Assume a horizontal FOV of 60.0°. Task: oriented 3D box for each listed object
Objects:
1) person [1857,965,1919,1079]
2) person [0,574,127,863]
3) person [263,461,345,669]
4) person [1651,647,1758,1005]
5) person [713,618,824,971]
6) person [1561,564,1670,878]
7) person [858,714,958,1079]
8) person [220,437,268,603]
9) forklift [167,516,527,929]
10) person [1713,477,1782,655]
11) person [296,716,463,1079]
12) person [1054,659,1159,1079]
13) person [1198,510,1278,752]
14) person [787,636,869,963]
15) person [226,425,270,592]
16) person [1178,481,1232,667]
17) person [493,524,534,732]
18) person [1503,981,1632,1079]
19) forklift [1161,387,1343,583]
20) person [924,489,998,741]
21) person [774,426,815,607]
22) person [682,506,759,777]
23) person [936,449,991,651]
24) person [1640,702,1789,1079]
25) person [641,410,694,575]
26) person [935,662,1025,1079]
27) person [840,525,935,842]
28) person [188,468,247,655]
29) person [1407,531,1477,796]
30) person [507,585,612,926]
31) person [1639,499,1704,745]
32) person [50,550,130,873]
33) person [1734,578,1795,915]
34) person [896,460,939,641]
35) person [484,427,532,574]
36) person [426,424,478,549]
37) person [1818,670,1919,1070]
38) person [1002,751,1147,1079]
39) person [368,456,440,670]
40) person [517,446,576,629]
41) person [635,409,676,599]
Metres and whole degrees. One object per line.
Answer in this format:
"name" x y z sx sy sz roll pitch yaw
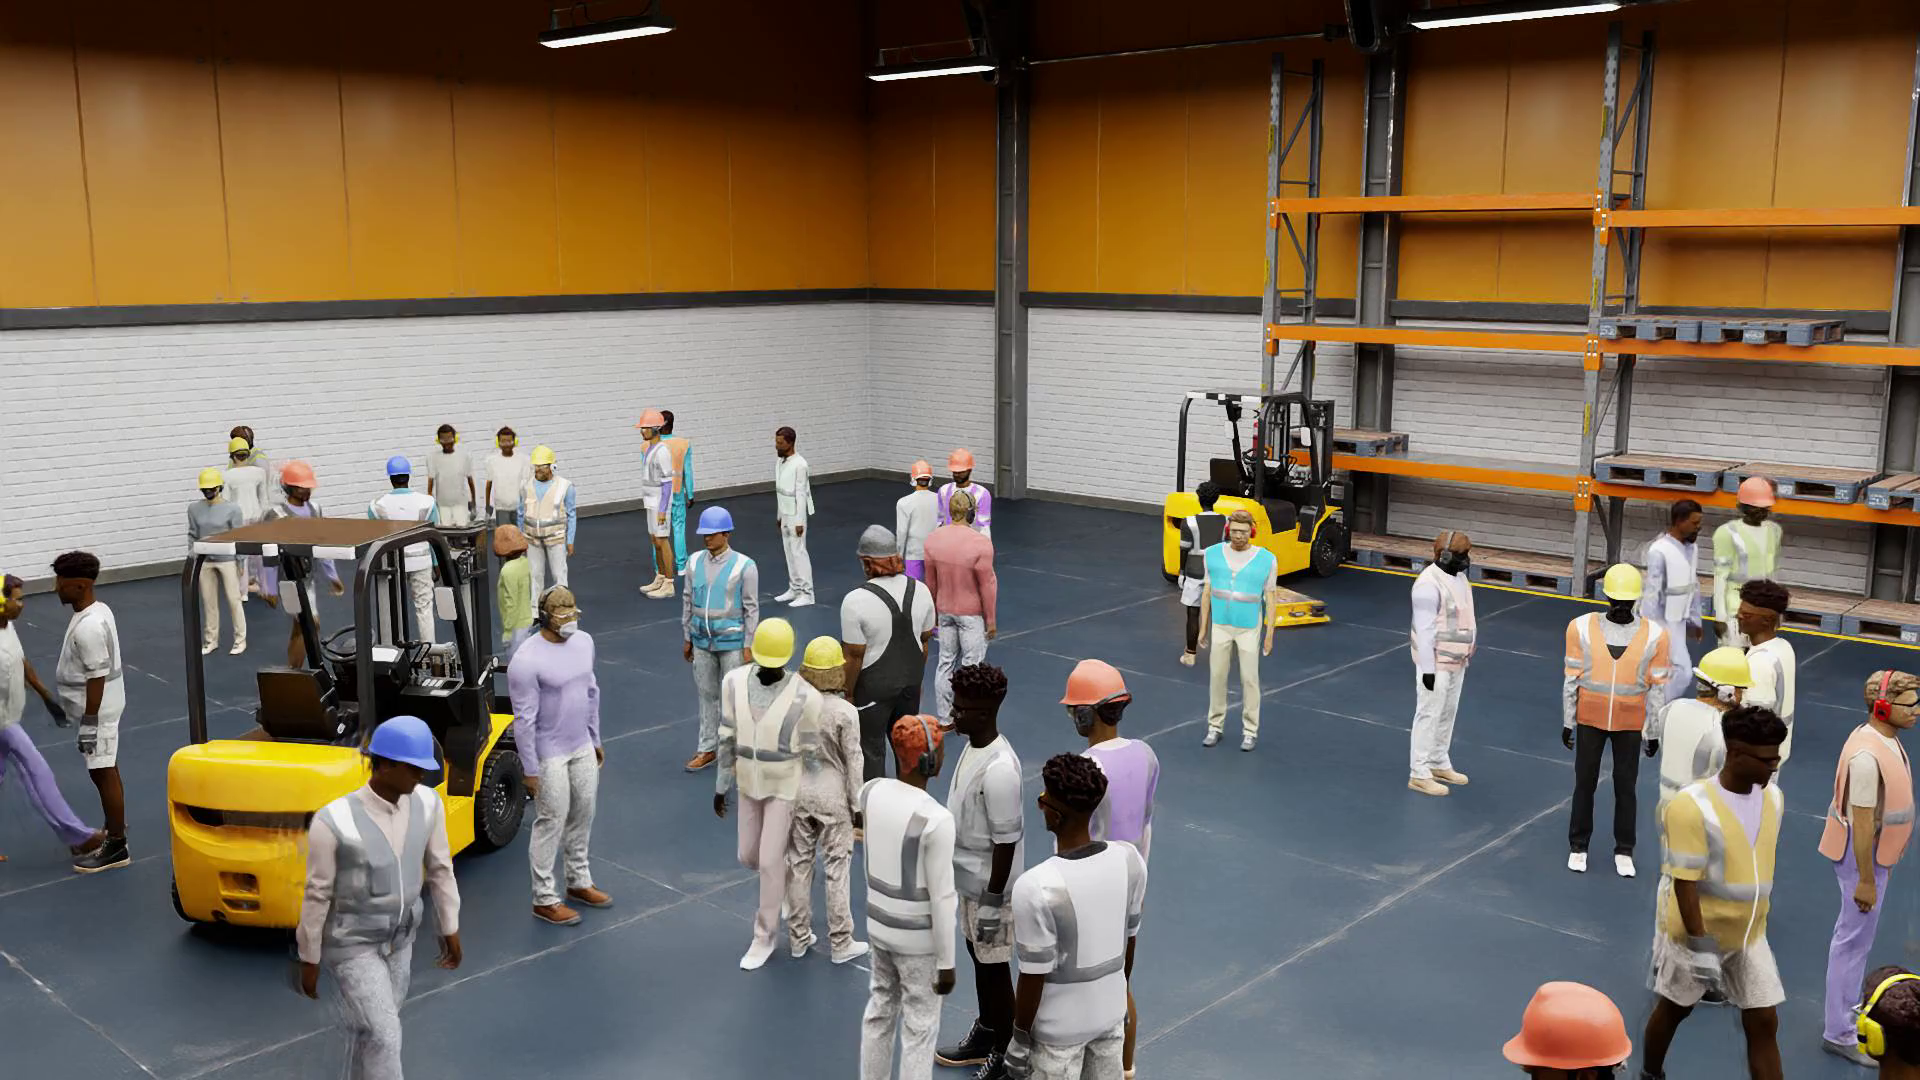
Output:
"person" 2.486 2.067 4.514 0.512 1.857 0.325 -2 10 -10
"person" -5.716 1.100 10.157 1.022 1.804 0.491 -4 11 -22
"person" -5.497 0.335 13.918 0.549 2.014 0.598 2 10 11
"person" 3.715 1.421 8.303 0.403 1.817 0.601 -2 10 -11
"person" -0.969 1.289 8.863 0.634 1.880 0.705 5 11 26
"person" 3.913 1.077 9.978 0.582 1.919 0.397 4 11 22
"person" -0.209 1.639 6.890 0.346 1.879 0.579 -8 13 -39
"person" -7.644 -0.216 17.756 0.312 1.768 0.530 8 13 38
"forklift" -3.583 0.976 9.748 1.214 2.155 2.313 2 10 11
"person" 6.113 0.521 12.871 0.674 2.028 0.402 -4 11 -20
"person" -2.319 1.647 6.788 0.814 1.891 0.639 6 12 30
"person" 0.585 1.514 7.165 0.402 2.031 0.614 8 13 40
"person" 2.097 0.667 12.541 0.581 1.832 0.405 5 11 26
"person" -0.726 1.365 8.820 0.492 1.742 0.321 4 11 23
"person" -7.840 -0.351 18.344 0.624 1.837 0.429 8 13 40
"person" 2.220 0.314 14.968 0.539 1.686 0.320 -1 10 -8
"person" -3.476 0.685 13.005 0.266 1.631 0.507 0 10 0
"person" 1.579 2.062 4.335 0.390 1.925 0.550 4 11 22
"forklift" 3.298 -0.608 18.767 1.214 2.155 2.313 9 13 42
"person" 0.017 0.573 12.772 0.631 1.940 0.372 7 12 33
"person" -1.757 -0.256 17.595 0.393 1.907 0.586 -6 11 -29
"person" -1.724 0.729 11.910 0.615 1.952 0.401 4 11 23
"person" 0.021 0.107 15.461 0.547 1.929 0.386 5 11 27
"person" 3.190 1.624 6.831 0.609 1.919 0.932 -3 10 -18
"person" -3.366 -0.535 19.169 0.587 1.911 0.397 0 10 1
"person" 0.098 1.501 7.412 0.368 1.966 0.602 -2 10 -11
"person" -0.527 0.901 10.612 0.679 2.000 0.537 -8 13 -40
"person" -6.886 0.201 15.417 0.529 1.761 0.340 1 10 5
"person" 3.356 0.844 11.541 0.428 1.836 0.625 8 13 39
"person" -2.244 1.189 9.308 0.367 1.926 0.637 5 11 26
"person" 5.412 0.631 12.555 0.519 1.897 0.613 10 14 44
"person" -5.278 1.026 10.113 0.367 1.967 0.606 -5 11 -25
"person" 4.403 1.180 9.235 0.361 1.965 0.614 7 12 35
"person" -0.367 0.111 15.927 0.574 1.749 0.333 -5 11 -26
"person" -4.871 -0.298 18.030 0.557 1.829 0.914 -3 10 -16
"person" -5.606 -0.361 18.353 0.512 1.849 0.463 -2 10 -9
"person" 4.227 1.500 7.760 0.390 1.846 0.564 6 12 32
"person" 0.408 1.730 6.104 0.606 1.966 0.367 -9 13 -41
"person" -4.933 0.218 14.807 0.604 1.939 0.415 -3 11 -19
"person" -4.094 -0.019 16.439 0.586 1.835 0.403 1 10 5
"person" -3.293 -0.390 17.958 0.374 2.042 0.615 -4 11 -23
